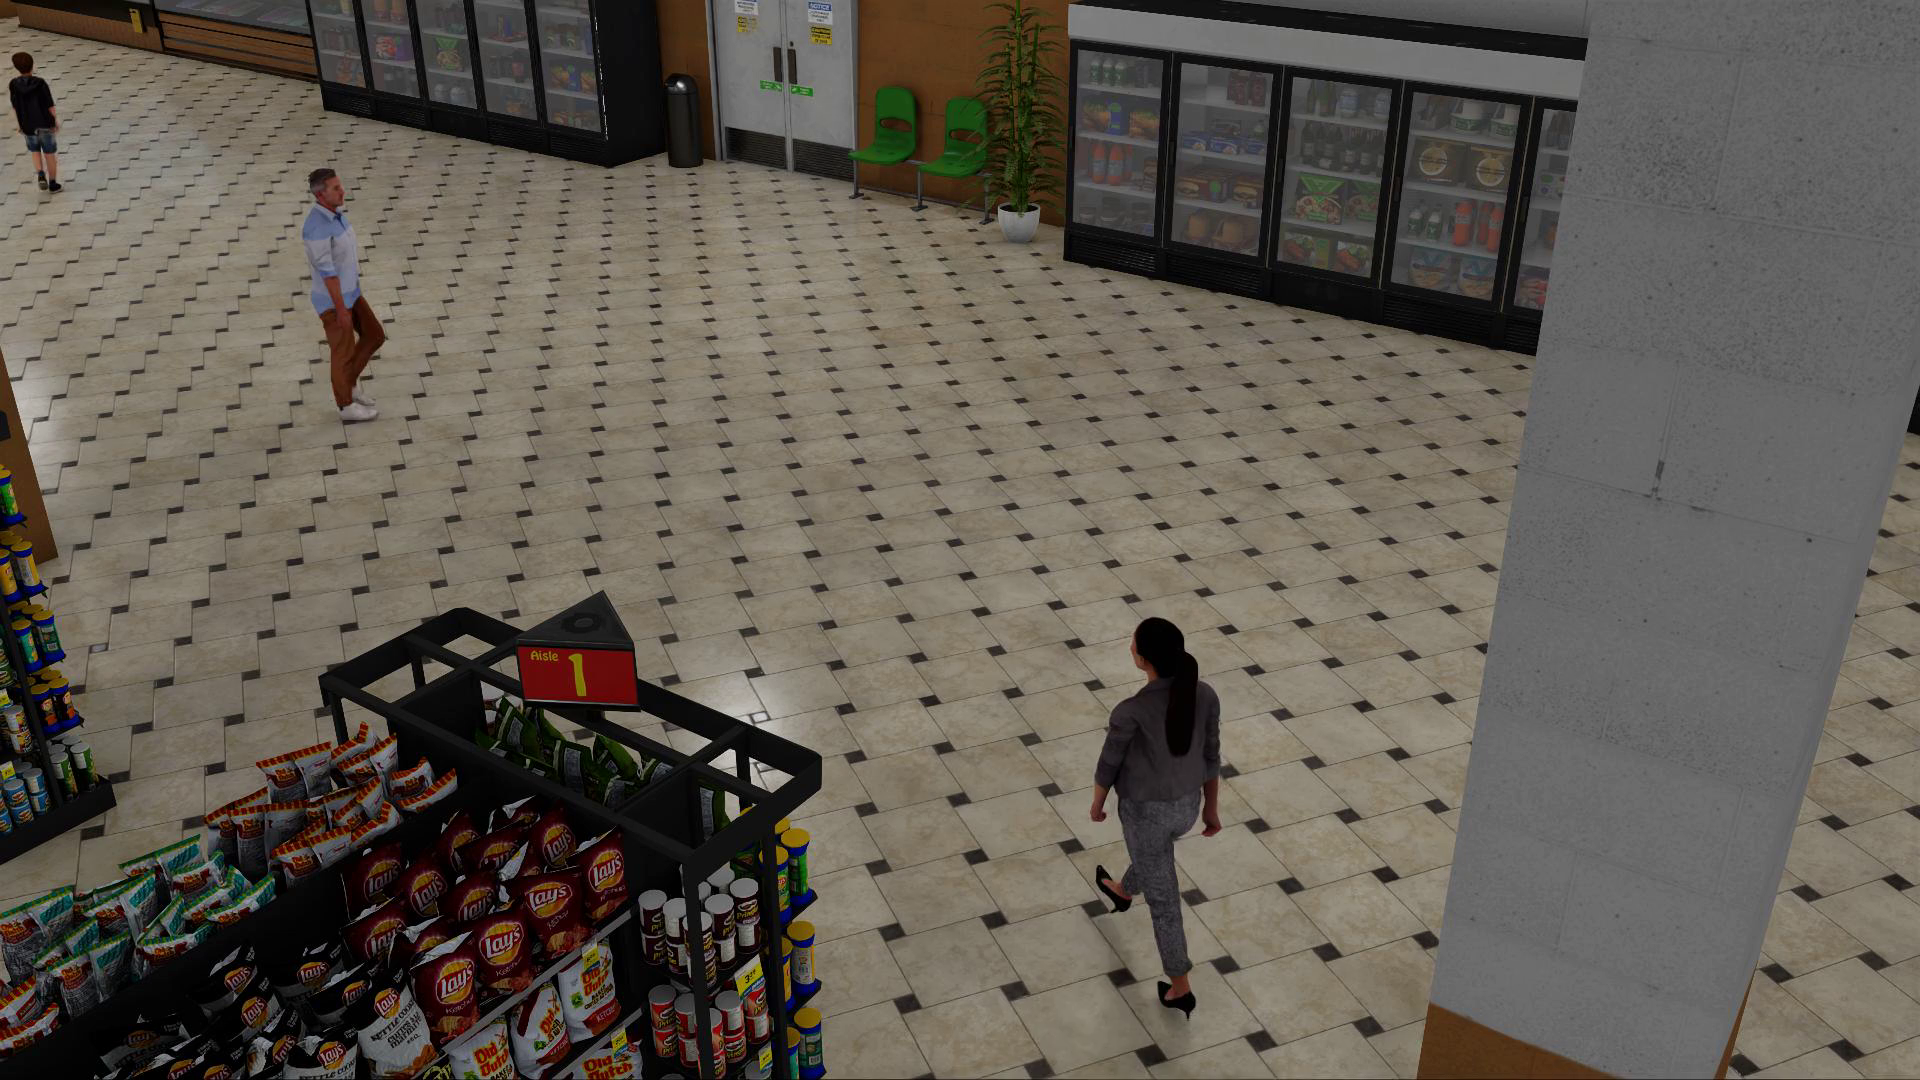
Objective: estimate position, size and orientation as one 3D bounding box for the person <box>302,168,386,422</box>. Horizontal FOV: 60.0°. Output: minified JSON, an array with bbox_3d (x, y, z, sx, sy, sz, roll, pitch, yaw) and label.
[{"bbox_3d":[-4.446,-1.712,11.692,0.890,1.816,0.806,-1,27,-3],"label":"person"}]

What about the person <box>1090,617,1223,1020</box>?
[{"bbox_3d":[0.800,1.117,6.314,1.100,1.633,0.991,-13,30,-24],"label":"person"}]

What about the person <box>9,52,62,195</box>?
[{"bbox_3d":[-9.561,-4.290,17.189,0.660,1.441,0.723,-6,28,-12],"label":"person"}]
